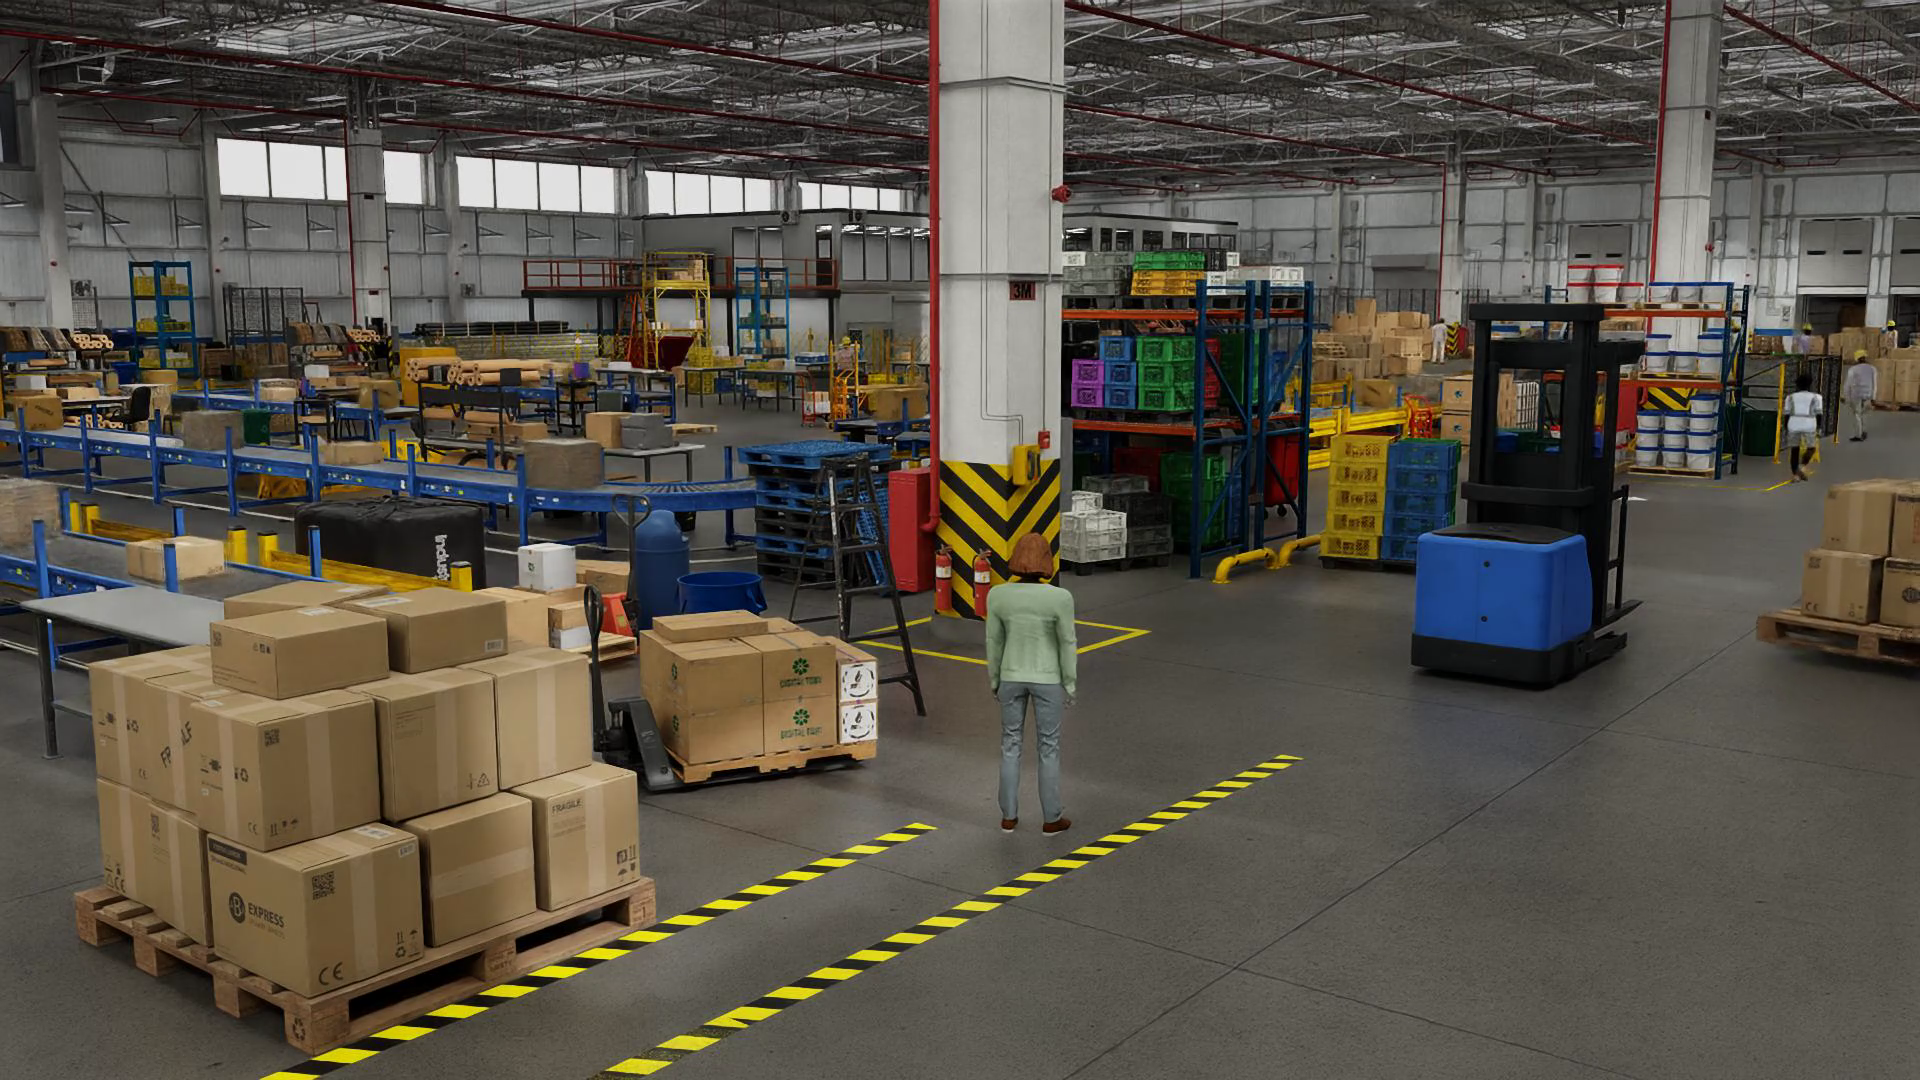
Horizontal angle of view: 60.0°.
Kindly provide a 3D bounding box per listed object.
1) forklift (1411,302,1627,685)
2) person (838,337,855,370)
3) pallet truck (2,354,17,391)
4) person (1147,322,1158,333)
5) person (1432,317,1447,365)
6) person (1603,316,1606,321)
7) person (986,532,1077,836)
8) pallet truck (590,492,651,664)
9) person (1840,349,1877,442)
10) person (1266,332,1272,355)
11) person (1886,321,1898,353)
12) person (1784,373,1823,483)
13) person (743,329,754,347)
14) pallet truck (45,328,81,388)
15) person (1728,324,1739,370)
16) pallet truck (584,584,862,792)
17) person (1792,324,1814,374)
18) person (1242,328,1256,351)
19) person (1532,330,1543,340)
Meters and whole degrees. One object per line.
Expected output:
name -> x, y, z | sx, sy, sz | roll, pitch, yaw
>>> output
forklift -> 4.379, -0.438, 12.852 | 1.129, 2.768, 1.873 | 7, 11, 37
person -> -2.944, -4.399, 43.289 | 0.522, 1.771, 0.307 | 3, 9, 20
pallet truck -> -24.881, -4.417, 42.634 | 1.885, 1.965, 0.823 | 8, 11, 41
person -> 5.824, -5.560, 50.184 | 0.391, 2.045, 0.608 | 5, 10, 32
person -> 19.464, -8.066, 67.489 | 0.629, 1.930, 0.380 | 6, 10, 36
person -> 27.971, -8.783, 72.428 | 0.570, 1.892, 0.958 | -2, 9, -16
person -> 0.384, 0.769, 8.896 | 0.500, 1.633, 0.279 | 3, 9, 18
pallet truck -> -3.115, 0.344, 12.883 | 0.653, 1.274, 1.630 | 7, 11, 37
person -> 17.515, -2.808, 32.439 | 0.588, 1.807, 0.484 | -2, 9, -12
person -> 9.955, -6.077, 54.381 | 0.535, 1.842, 0.663 | -5, 10, -29
person -> 33.224, -6.856, 59.367 | 0.403, 1.918, 0.587 | 1, 9, 7
person -> 12.841, -1.702, 25.350 | 0.553, 1.684, 0.363 | 7, 11, 39
person -> -8.564, -7.973, 67.048 | 0.471, 1.862, 0.607 | 5, 10, 32
pallet truck -> -23.775, -4.544, 43.495 | 1.885, 1.965, 0.823 | 6, 10, 35
person -> 29.070, -7.234, 62.503 | 0.487, 1.735, 0.343 | -2, 9, -14
pallet truck -> -1.426, 0.805, 10.019 | 1.601, 1.201, 0.680 | -4, 9, -26
person -> 27.579, -6.110, 54.361 | 0.590, 1.909, 0.638 | -6, 10, -35
person -> 11.853, -8.116, 68.152 | 0.634, 1.829, 0.484 | 4, 9, 25
person -> 14.157, -4.129, 40.551 | 0.976, 2.000, 0.687 | 7, 11, 39
